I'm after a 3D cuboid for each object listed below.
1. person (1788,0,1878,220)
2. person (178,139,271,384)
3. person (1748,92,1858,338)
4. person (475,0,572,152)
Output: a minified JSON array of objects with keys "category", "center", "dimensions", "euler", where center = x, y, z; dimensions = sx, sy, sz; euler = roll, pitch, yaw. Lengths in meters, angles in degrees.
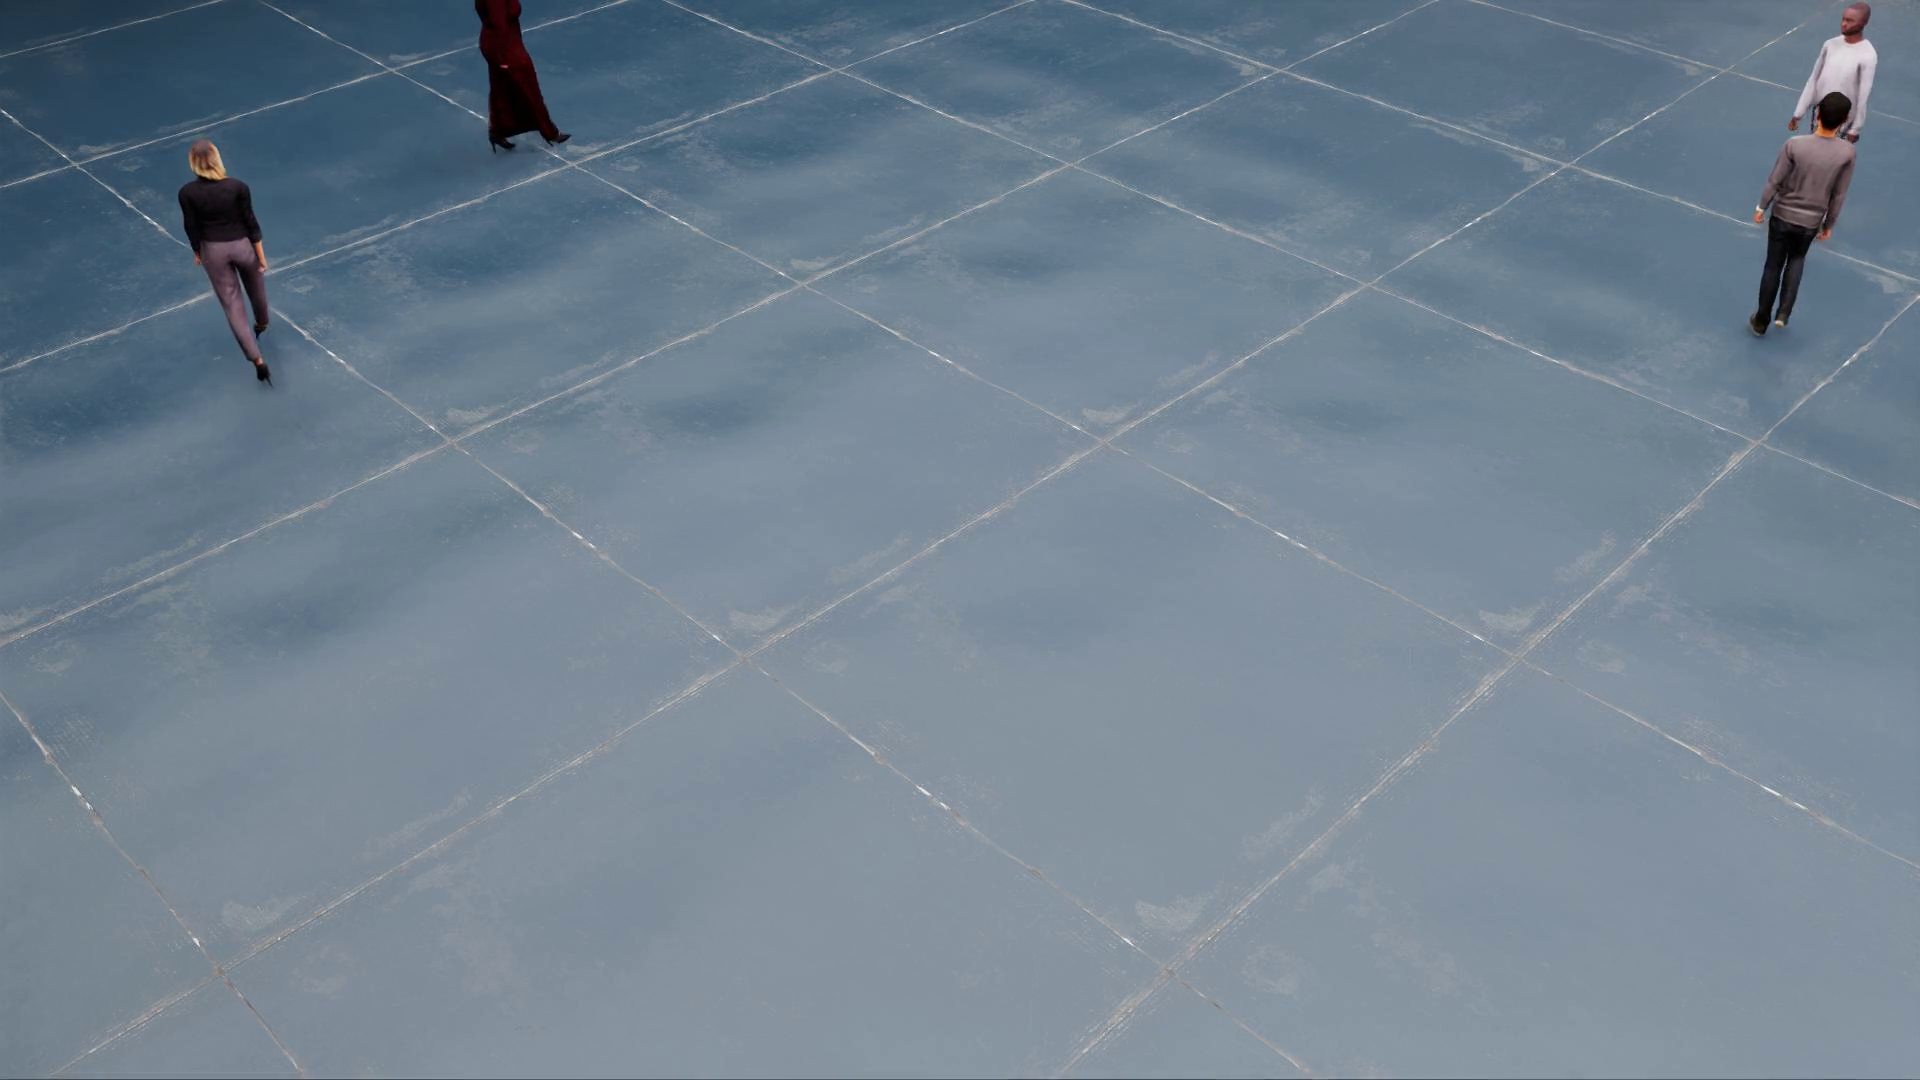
[{"category":"person","center":[6.810,-3.272,12.821],"dimensions":[0.855,1.754,0.787],"euler":[-14,39,-17]},{"category":"person","center":[-4.793,-1.786,10.968],"dimensions":[1.048,1.630,0.896],"euler":[-16,40,-20]},{"category":"person","center":[5.721,-2.164,11.359],"dimensions":[0.766,1.759,0.790],"euler":[14,39,18]},{"category":"person","center":[-3.878,-4.040,13.851],"dimensions":[0.998,1.729,0.847],"euler":[-16,40,-20]}]
